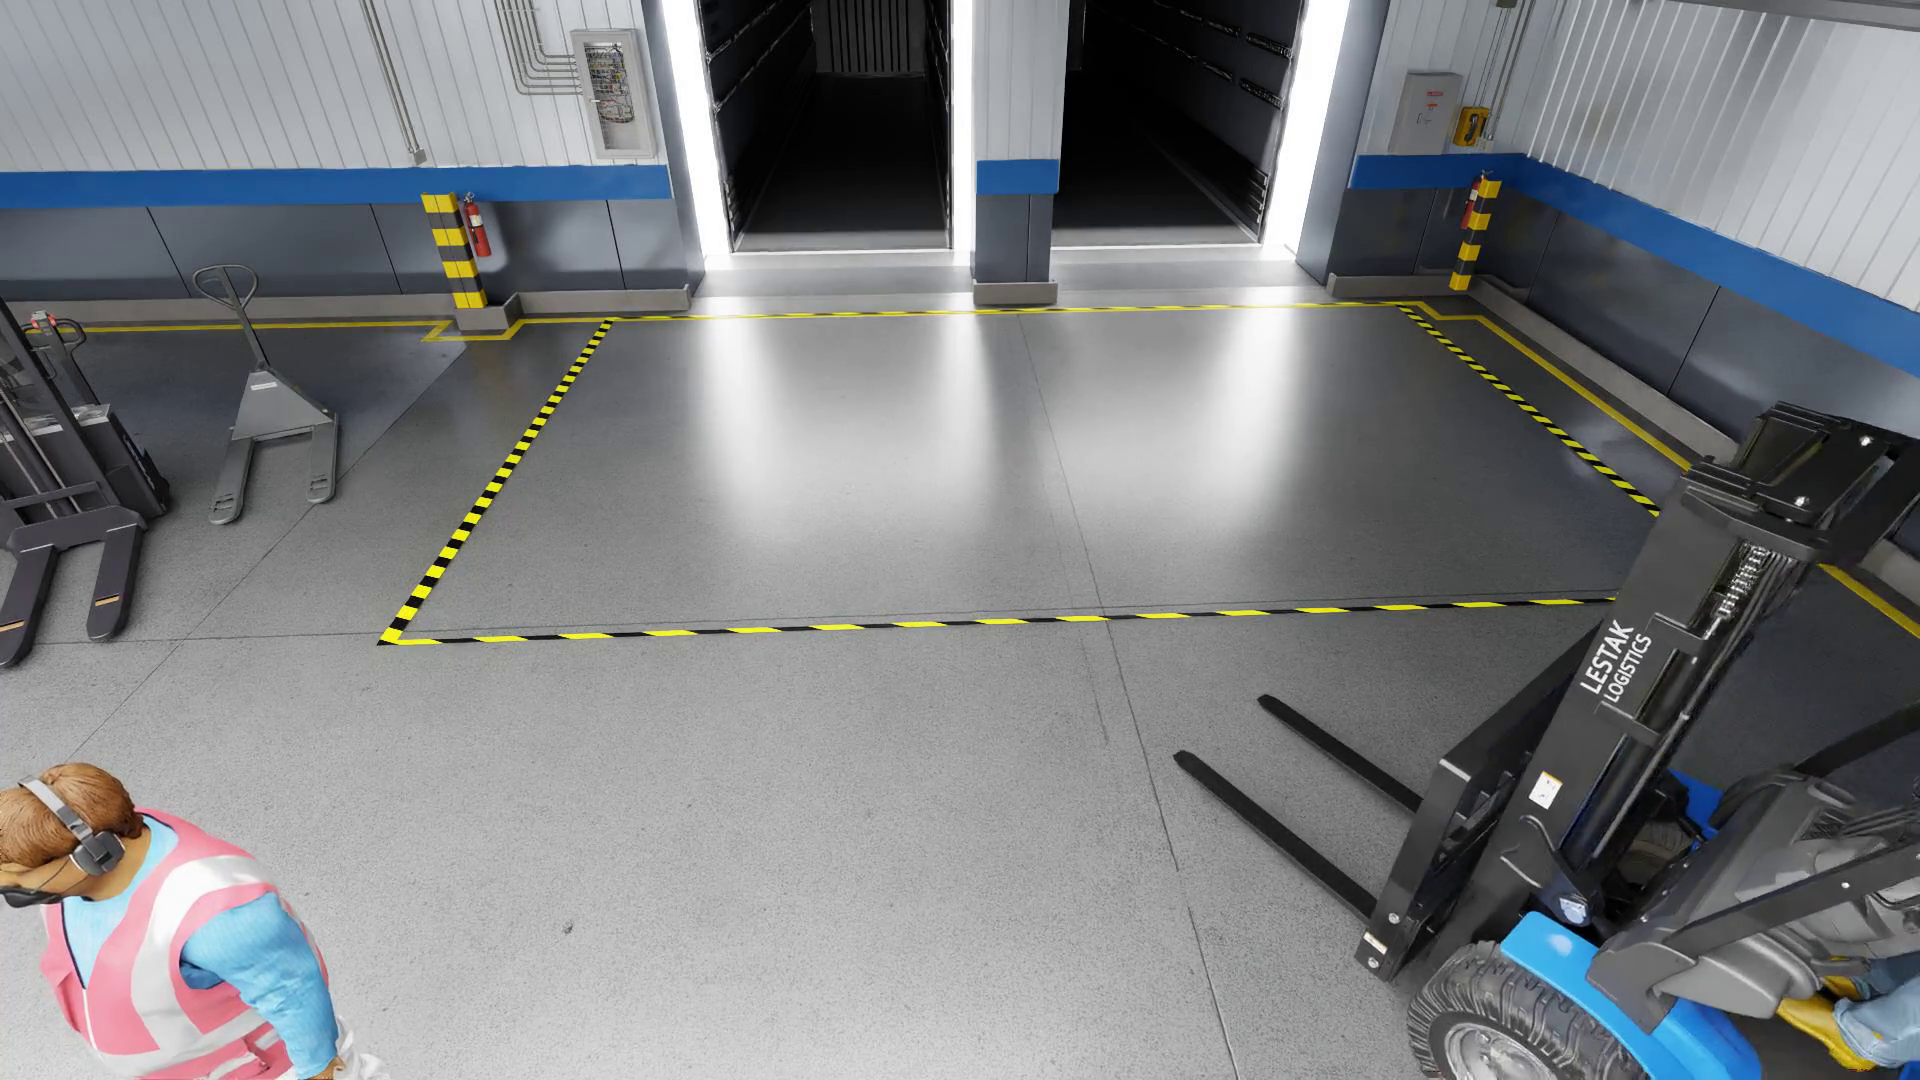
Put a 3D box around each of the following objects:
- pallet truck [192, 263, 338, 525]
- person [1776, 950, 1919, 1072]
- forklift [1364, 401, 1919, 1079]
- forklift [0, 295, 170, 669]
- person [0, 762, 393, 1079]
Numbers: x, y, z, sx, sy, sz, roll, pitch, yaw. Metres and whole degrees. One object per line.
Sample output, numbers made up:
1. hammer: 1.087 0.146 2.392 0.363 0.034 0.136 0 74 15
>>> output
1. pallet truck: -4.778 -1.027 6.128 0.680 1.201 1.601 -17 38 -23
2. person: 2.616 0.921 2.028 0.635 1.294 1.004 -23 41 -30
3. forklift: 2.646 1.105 2.092 1.157 2.036 2.680 -23 41 -30
4. forklift: -5.212 -0.618 4.878 0.823 1.965 1.885 -20 39 -26
5. person: -1.848 1.238 2.346 0.623 1.844 0.431 13 37 18
